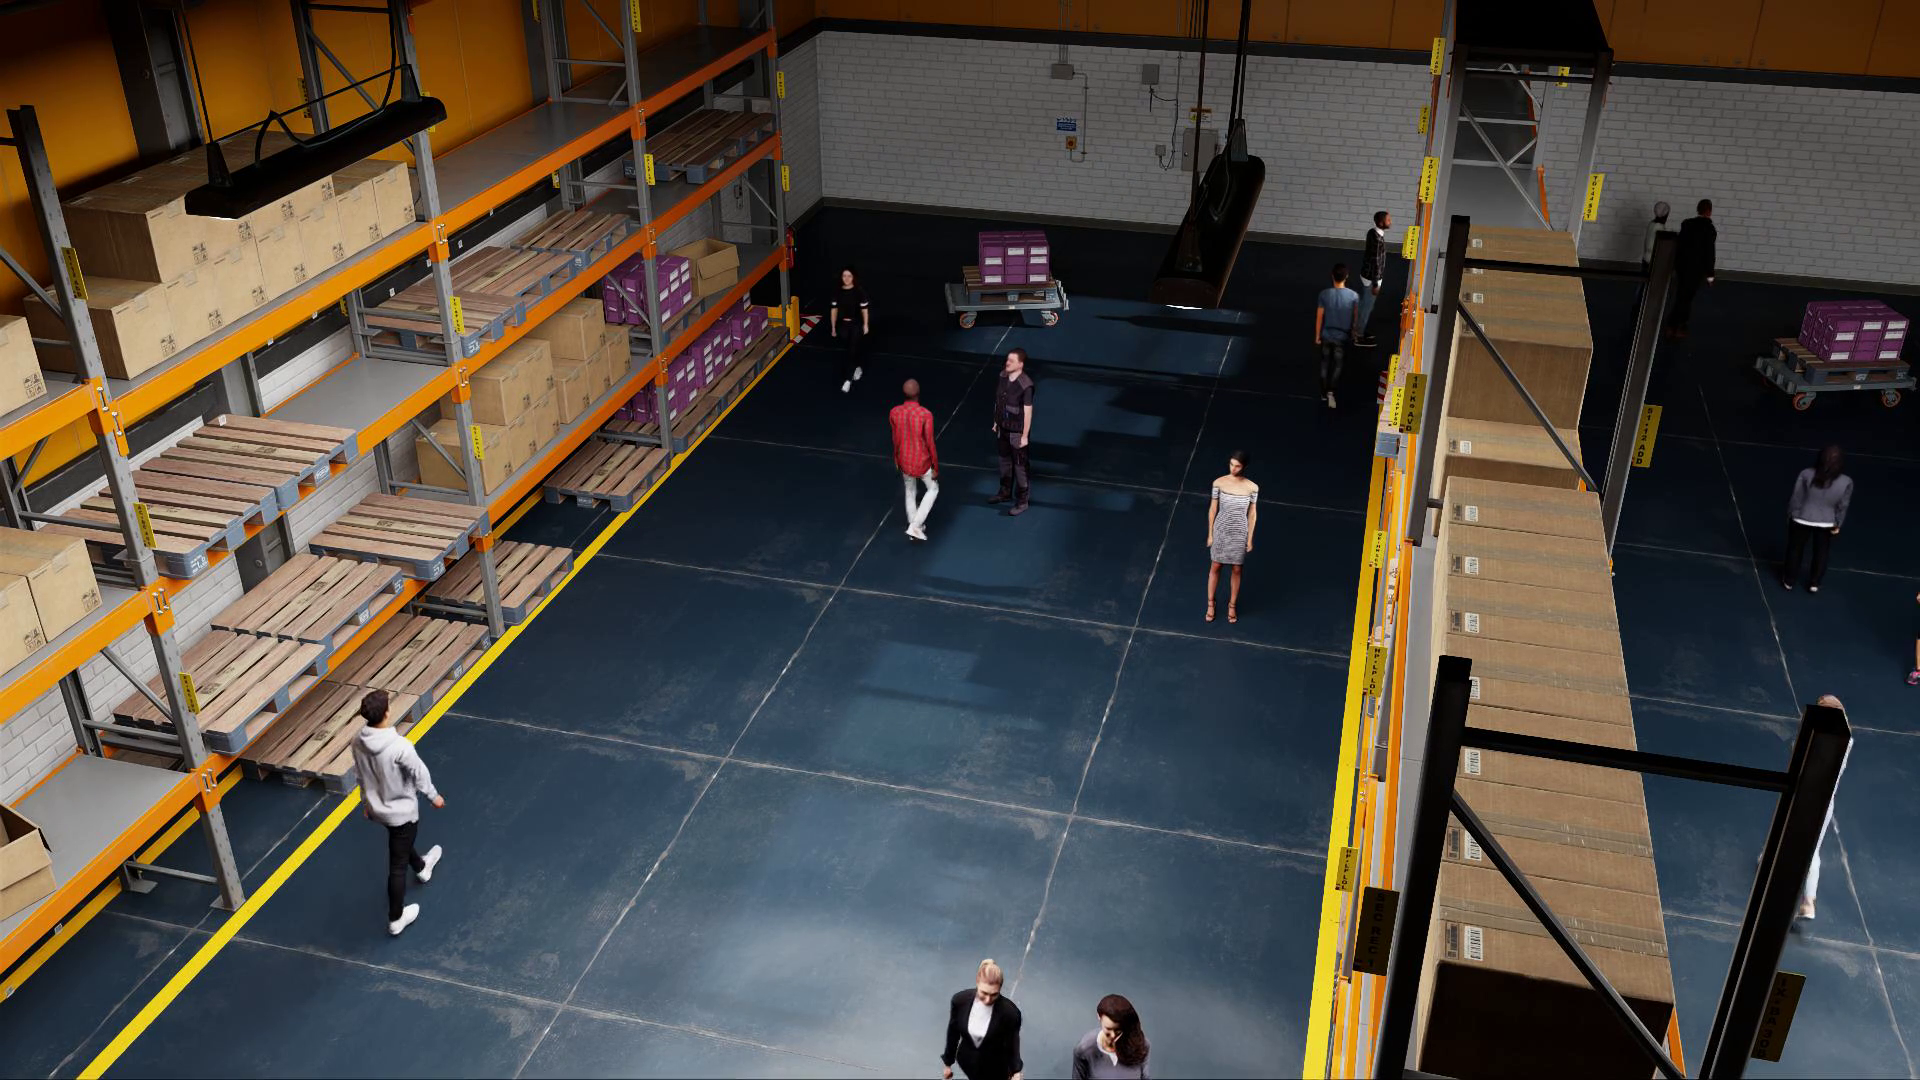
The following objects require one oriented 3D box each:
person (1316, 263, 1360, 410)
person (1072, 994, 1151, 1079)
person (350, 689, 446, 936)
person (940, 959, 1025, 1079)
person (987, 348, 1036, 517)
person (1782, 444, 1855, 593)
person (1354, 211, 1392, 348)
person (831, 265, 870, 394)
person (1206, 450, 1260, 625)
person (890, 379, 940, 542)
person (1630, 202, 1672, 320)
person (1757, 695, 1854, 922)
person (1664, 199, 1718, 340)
[{"bbox_3d":[4.563,-2.447,20.184,0.656,1.793,0.971,8,30,14],"label":"person"},{"bbox_3d":[0.875,3.305,9.661,0.690,1.770,0.684,-4,29,-7],"label":"person"},{"bbox_3d":[-4.114,1.995,11.944,0.726,1.885,1.099,10,30,18],"label":"person"},{"bbox_3d":[0.183,3.151,10.069,0.788,1.652,1.168,14,31,23],"label":"person"},{"bbox_3d":[0.574,-1.190,17.821,0.821,1.849,0.797,-20,34,-32],"label":"person"},{"bbox_3d":[8.356,-0.200,16.268,0.696,1.597,0.678,11,30,19],"label":"person"},{"bbox_3d":[5.445,-3.485,22.059,0.758,1.818,0.538,3,29,5],"label":"person"},{"bbox_3d":[-1.363,-2.683,20.825,0.680,1.592,1.121,5,29,8],"label":"person"},{"bbox_3d":[2.562,-0.040,15.739,0.595,1.823,0.526,5,29,10],"label":"person"},{"bbox_3d":[-0.489,-0.783,17.114,0.773,1.811,0.802,14,32,24],"label":"person"},{"bbox_3d":[9.555,-3.870,22.946,0.694,1.644,0.537,-2,29,-4],"label":"person"},{"bbox_3d":[6.222,1.963,12.130,0.677,1.763,1.155,4,29,8],"label":"person"},{"bbox_3d":[9.663,-3.591,22.195,1.085,1.875,0.987,-9,30,-16],"label":"person"}]
